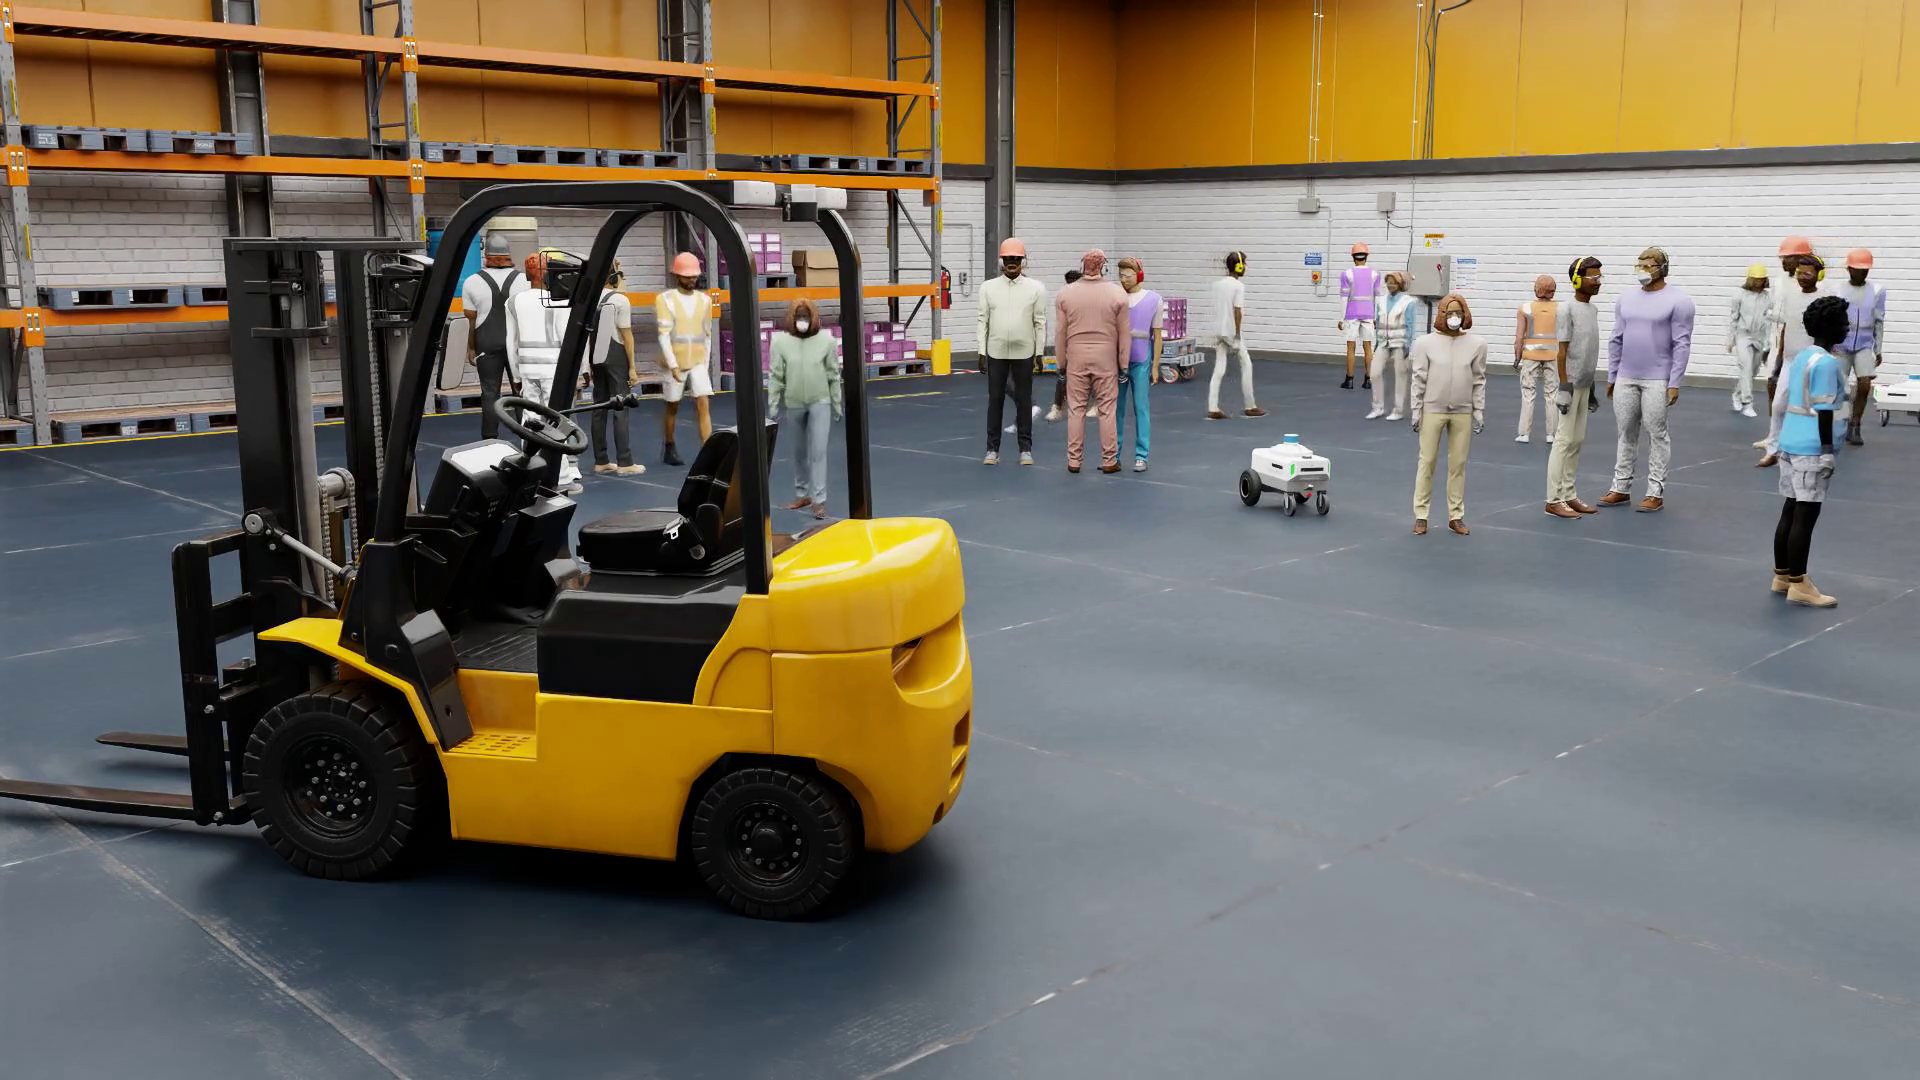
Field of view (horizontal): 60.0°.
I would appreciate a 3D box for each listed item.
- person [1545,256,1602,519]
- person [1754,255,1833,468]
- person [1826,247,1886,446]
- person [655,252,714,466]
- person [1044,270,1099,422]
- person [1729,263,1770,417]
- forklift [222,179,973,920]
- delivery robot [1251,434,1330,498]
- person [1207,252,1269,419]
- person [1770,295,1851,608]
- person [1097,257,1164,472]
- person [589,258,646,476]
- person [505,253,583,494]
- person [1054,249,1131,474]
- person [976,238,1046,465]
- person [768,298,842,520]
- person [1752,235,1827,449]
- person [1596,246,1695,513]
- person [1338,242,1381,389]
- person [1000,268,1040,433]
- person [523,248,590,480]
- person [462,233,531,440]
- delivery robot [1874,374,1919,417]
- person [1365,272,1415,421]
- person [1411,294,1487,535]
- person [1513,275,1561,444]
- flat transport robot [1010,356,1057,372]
[{"bbox_3d":[4.459,-1.097,11.992,0.328,1.872,0.513,10,14,43],"label":"person"},{"bbox_3d":[7.219,-1.515,14.314,0.384,1.856,0.571,-5,12,-26],"label":"person"},{"bbox_3d":[8.564,-1.842,15.944,0.579,1.905,0.698,2,11,12],"label":"person"},{"bbox_3d":[-2.369,-1.530,14.353,0.538,1.883,0.964,-6,12,-28],"label":"person"},{"bbox_3d":[1.281,-2.130,18.229,0.542,1.654,0.888,9,14,40],"label":"person"},{"bbox_3d":[8.965,-2.281,18.879,0.493,1.717,0.805,1,10,3],"label":"person"},{"bbox_3d":[-1.114,-0.058,5.440,2.313,2.155,1.214,2,11,13],"label":"forklift"},{"bbox_3d":[2.437,-0.537,12.272,0.477,0.478,0.707,-3,11,-15],"label":"delivery robot"},{"bbox_3d":[3.071,-2.247,18.364,0.829,1.841,0.515,-6,12,-30],"label":"person"},{"bbox_3d":[4.690,-0.488,9.143,0.321,1.697,0.529,2,11,12],"label":"person"},{"bbox_3d":[1.469,-1.505,14.305,0.563,1.837,0.389,5,12,27],"label":"person"},{"bbox_3d":[-2.940,-1.460,14.040,0.507,1.846,0.346,5,12,28],"label":"person"},{"bbox_3d":[-3.235,-1.277,12.939,0.573,1.883,0.356,3,11,17],"label":"person"},{"bbox_3d":[1.134,-1.515,14.175,0.651,1.906,0.403,2,11,10],"label":"person"},{"bbox_3d":[0.449,-1.656,14.693,0.612,1.997,0.375,1,10,3],"label":"person"},{"bbox_3d":[-1.129,-0.961,12.061,0.520,1.578,0.725,0,10,1],"label":"person"},{"bbox_3d":[7.882,-1.846,15.671,0.598,2.029,0.616,-3,11,-14],"label":"person"},{"bbox_3d":[5.039,-1.176,12.234,0.372,1.940,0.632,-7,13,-35],"label":"person"},{"bbox_3d":[5.260,-2.954,21.965,0.543,1.927,0.375,0,10,-2],"label":"person"},{"bbox_3d":[0.592,-2.008,16.858,0.510,1.901,0.639,8,13,39],"label":"person"},{"bbox_3d":[-3.349,-1.442,13.744,0.584,1.918,0.381,-2,11,-10],"label":"person"},{"bbox_3d":[-4.268,-1.831,15.528,0.688,2.000,0.539,-3,11,-17],"label":"person"},{"bbox_3d":[10.081,-1.515,17.602,0.707,0.478,0.477,8,13,37],"label":"delivery robot"},{"bbox_3d":[4.667,-2.098,18.100,0.540,1.620,0.540,-8,13,-38],"label":"person"},{"bbox_3d":[3.302,-0.846,11.268,0.501,1.633,0.279,0,10,2],"label":"person"},{"bbox_3d":[5.645,-1.746,16.161,0.522,1.639,0.305,2,11,8],"label":"person"},{"bbox_3d":[1.351,-2.587,24.482,1.431,0.197,0.652,-4,11,-22],"label":"flat transport robot"}]
